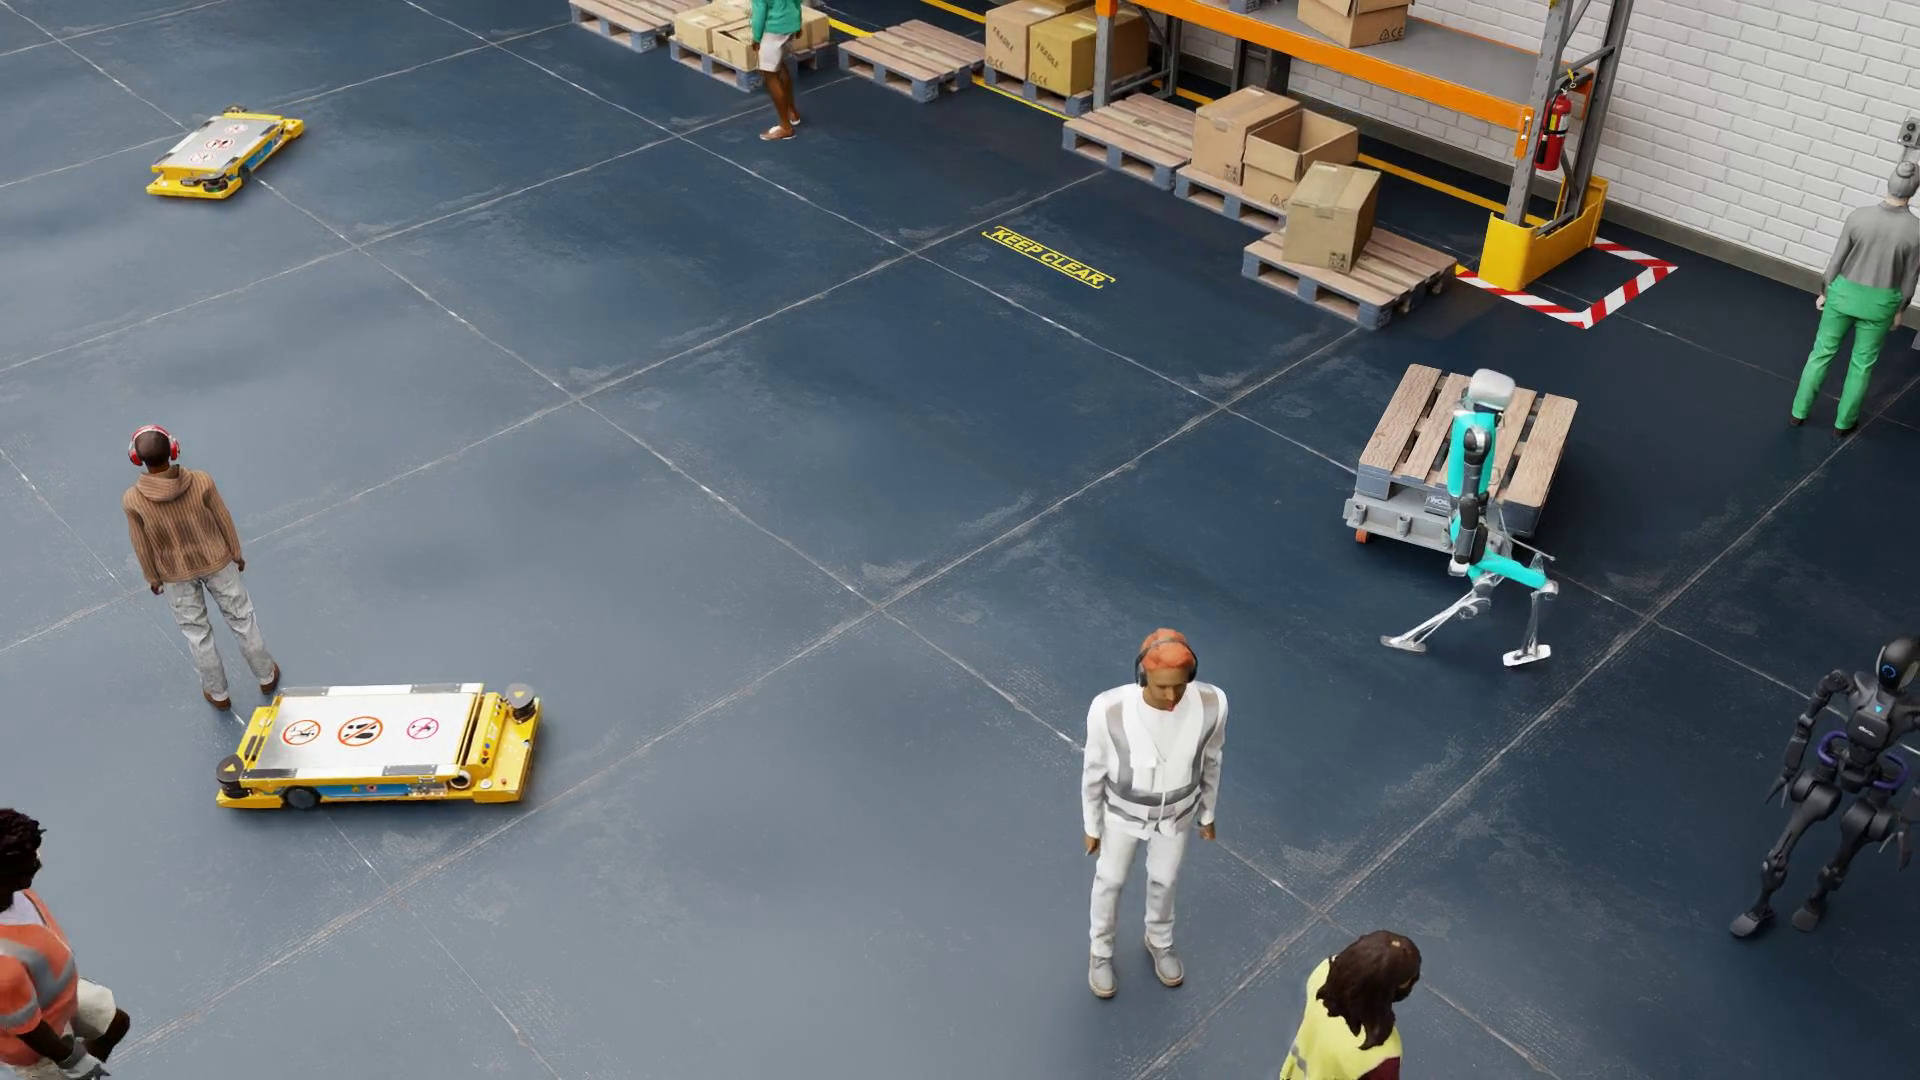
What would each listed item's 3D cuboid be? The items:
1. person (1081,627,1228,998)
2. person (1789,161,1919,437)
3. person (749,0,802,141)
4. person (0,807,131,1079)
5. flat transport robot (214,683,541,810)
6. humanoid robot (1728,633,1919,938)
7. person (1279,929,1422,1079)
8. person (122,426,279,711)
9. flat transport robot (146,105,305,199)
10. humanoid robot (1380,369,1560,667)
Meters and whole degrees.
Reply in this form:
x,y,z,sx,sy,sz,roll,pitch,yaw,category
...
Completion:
x,y,z,sx,sy,sz,roll,pitch,yaw,category
0.766,1.111,6.726,0.572,1.881,0.354,-6,37,-8,person
5.538,-1.480,10.193,0.512,1.838,0.339,22,42,27,person
-1.523,-4.290,13.923,0.431,1.816,0.566,14,39,18,person
-3.246,1.663,5.952,0.494,1.932,0.654,-15,40,-19,person
-2.845,1.014,8.191,1.431,0.231,0.659,-1,37,-2,flat transport robot
3.702,1.086,6.931,0.598,1.648,0.560,30,46,34,humanoid robot
1.355,1.957,5.709,0.518,1.751,0.476,-2,37,-3,person
-3.760,0.150,8.185,0.461,1.651,0.327,-19,41,-23,person
-6.084,-3.222,13.799,0.659,0.231,1.431,5,37,7,flat transport robot
2.776,-0.028,8.406,1.035,1.785,0.539,7,38,10,humanoid robot
